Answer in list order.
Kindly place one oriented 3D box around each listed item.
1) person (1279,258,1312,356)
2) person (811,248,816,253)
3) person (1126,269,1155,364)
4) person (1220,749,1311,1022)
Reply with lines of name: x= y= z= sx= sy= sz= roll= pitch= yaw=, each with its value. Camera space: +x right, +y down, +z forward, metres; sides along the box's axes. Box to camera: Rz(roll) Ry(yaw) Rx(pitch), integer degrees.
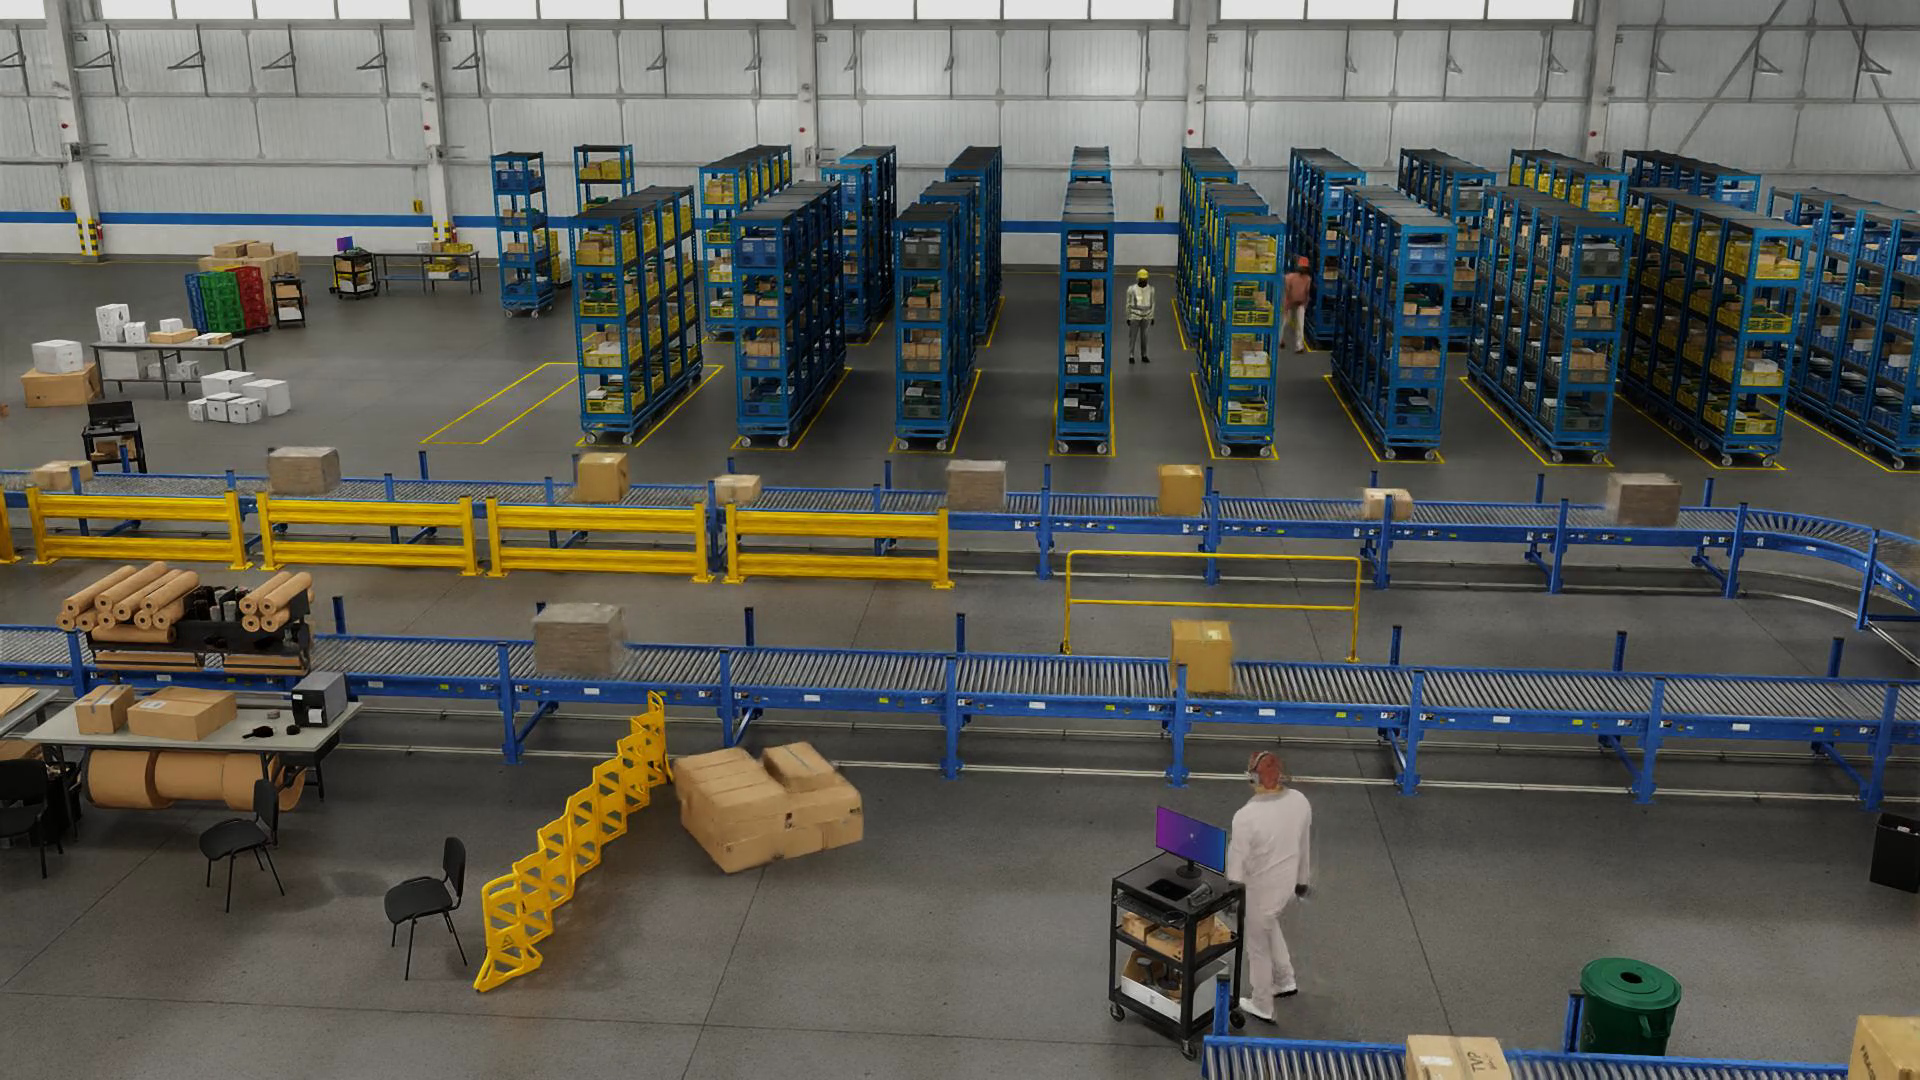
person: x=6.718 y=-4.712 z=33.381 sx=0.653 sy=1.923 sz=1.049 roll=-3 pitch=18 yaw=-11
person: x=-3.490 y=-6.714 z=39.858 sx=0.388 sy=1.837 sz=0.564 roll=-2 pitch=18 yaw=-5
person: x=3.516 y=-4.357 z=32.380 sx=0.588 sy=1.837 sz=0.404 roll=-4 pitch=18 yaw=-14
person: x=2.044 y=2.311 z=11.144 sx=0.661 sy=1.888 sz=0.452 roll=-14 pitch=22 yaw=-37
